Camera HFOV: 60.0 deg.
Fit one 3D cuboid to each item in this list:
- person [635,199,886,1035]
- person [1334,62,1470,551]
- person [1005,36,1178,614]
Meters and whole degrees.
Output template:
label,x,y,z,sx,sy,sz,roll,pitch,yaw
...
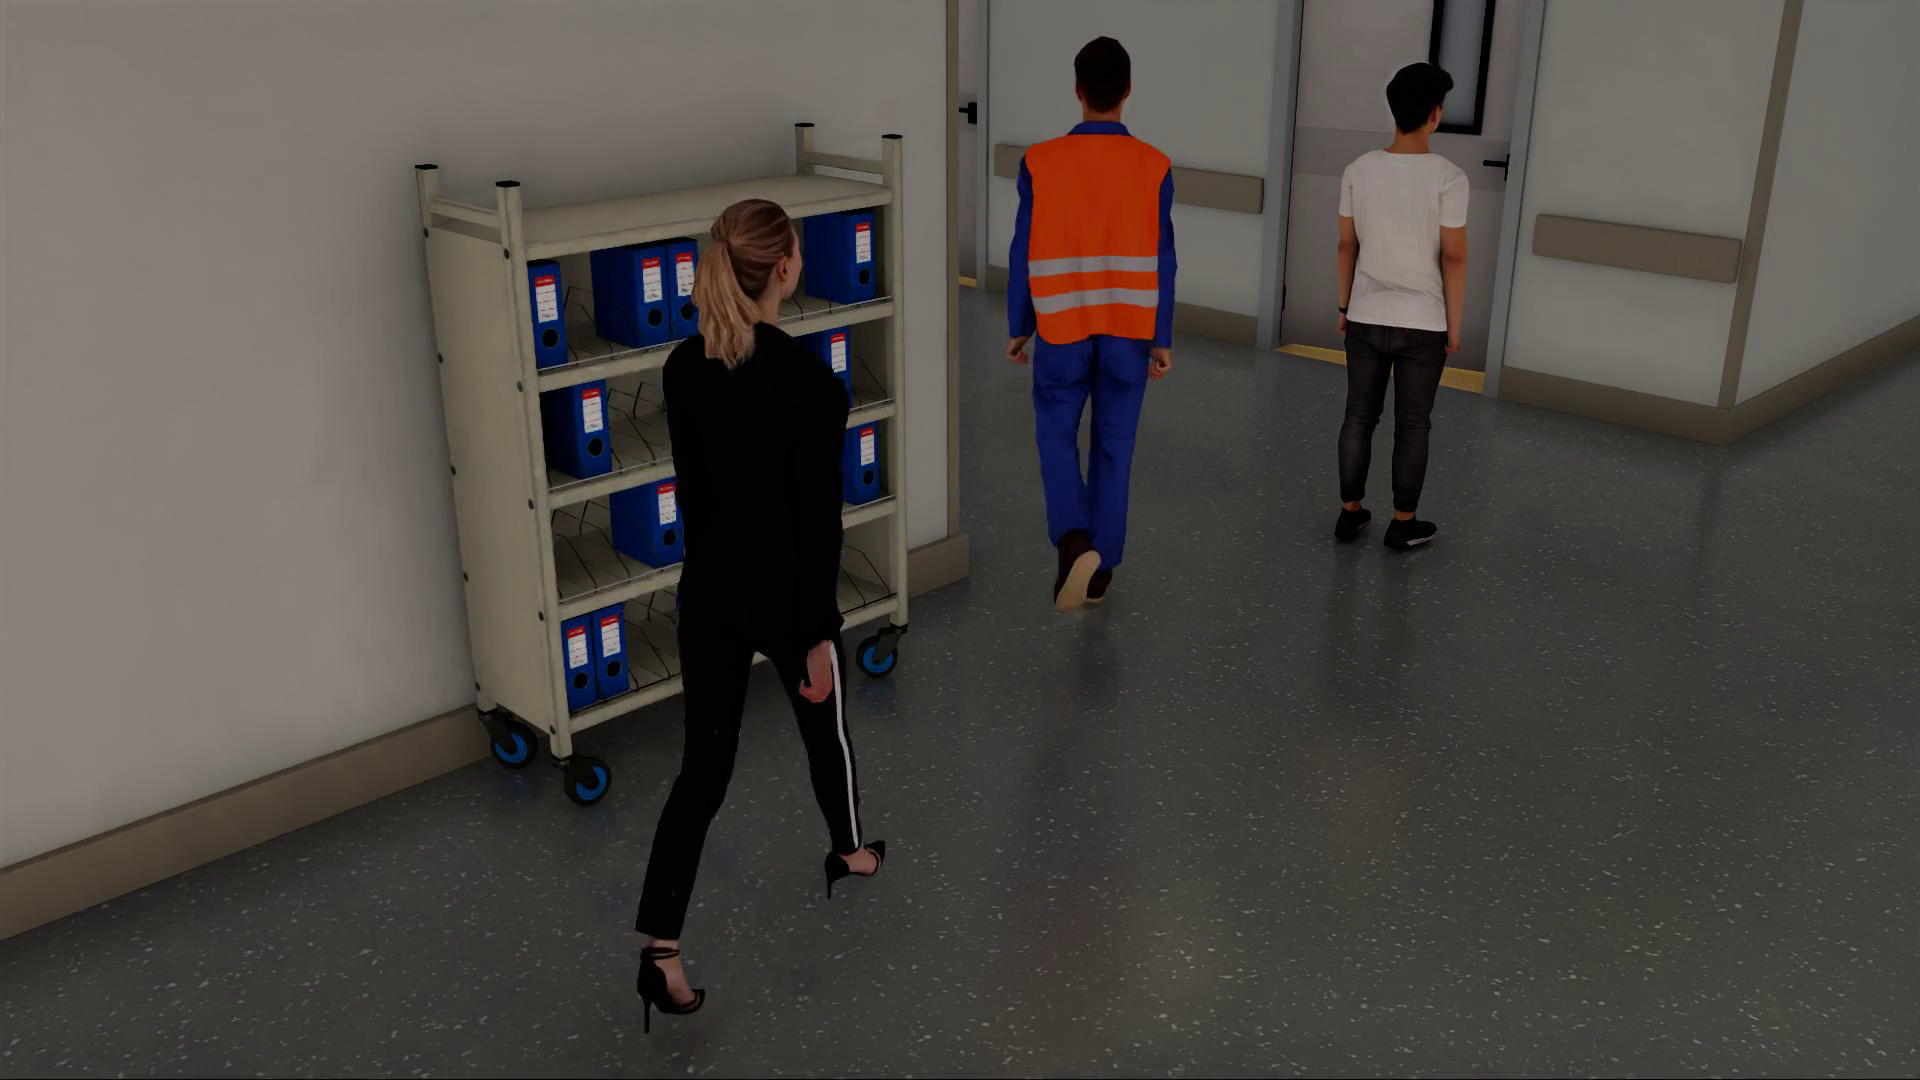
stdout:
label,x,y,z,sx,sy,sz,roll,pitch,yaw
person,-0.470,0.208,3.361,0.865,1.658,1.184,10,23,25
person,1.560,-0.823,5.947,0.652,1.722,0.578,15,25,34
person,0.412,-0.605,5.250,1.035,1.841,1.102,1,21,3
